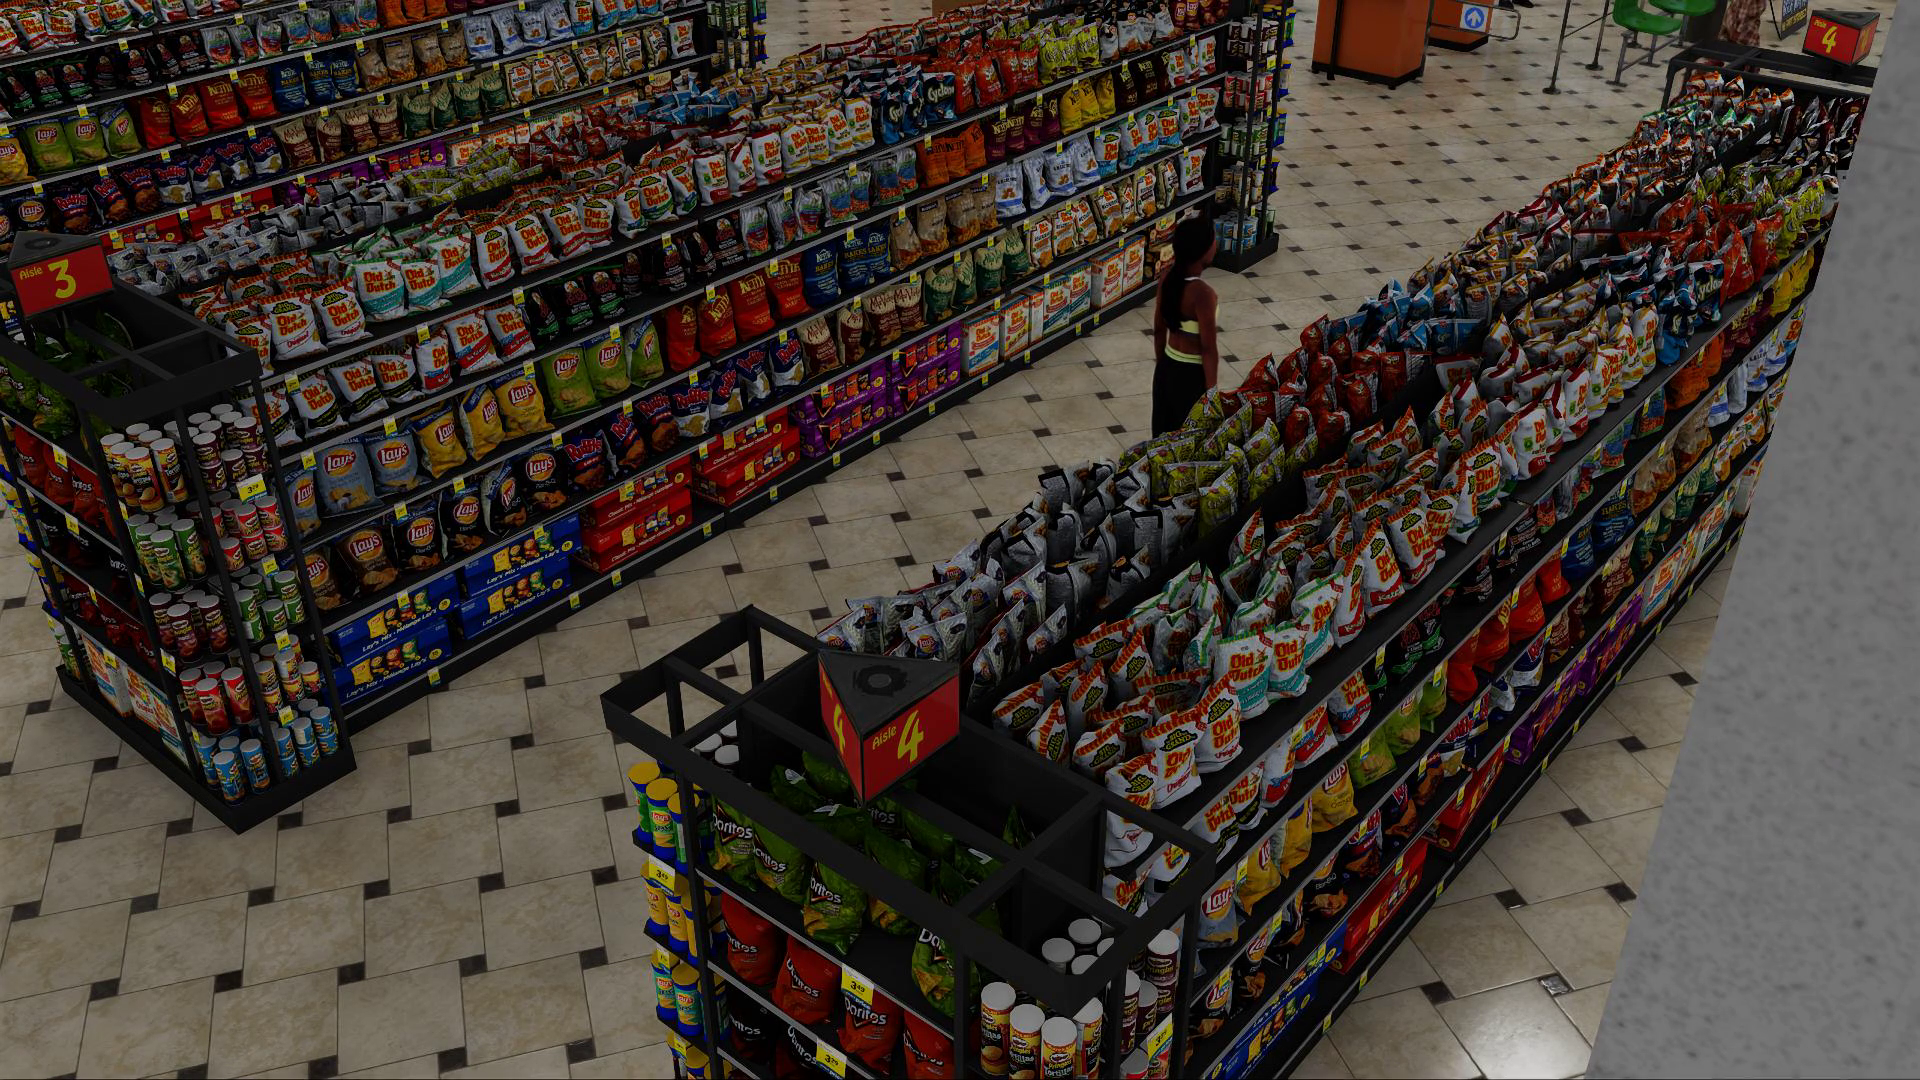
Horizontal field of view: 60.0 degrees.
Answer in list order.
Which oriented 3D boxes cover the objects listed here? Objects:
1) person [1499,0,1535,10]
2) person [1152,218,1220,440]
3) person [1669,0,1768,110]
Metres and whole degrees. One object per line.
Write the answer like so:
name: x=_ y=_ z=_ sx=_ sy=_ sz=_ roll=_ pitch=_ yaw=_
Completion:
person: x=6.029 y=-6.589 z=17.610 sx=0.695 sy=1.819 sz=0.812 roll=-10 pitch=33 yaw=-15
person: x=1.101 y=-0.765 z=8.311 sx=0.589 sy=1.755 sz=0.614 roll=-20 pitch=37 yaw=-28
person: x=6.482 y=-4.320 z=14.030 sx=0.951 sy=1.749 sz=1.090 roll=9 pitch=33 yaw=13
